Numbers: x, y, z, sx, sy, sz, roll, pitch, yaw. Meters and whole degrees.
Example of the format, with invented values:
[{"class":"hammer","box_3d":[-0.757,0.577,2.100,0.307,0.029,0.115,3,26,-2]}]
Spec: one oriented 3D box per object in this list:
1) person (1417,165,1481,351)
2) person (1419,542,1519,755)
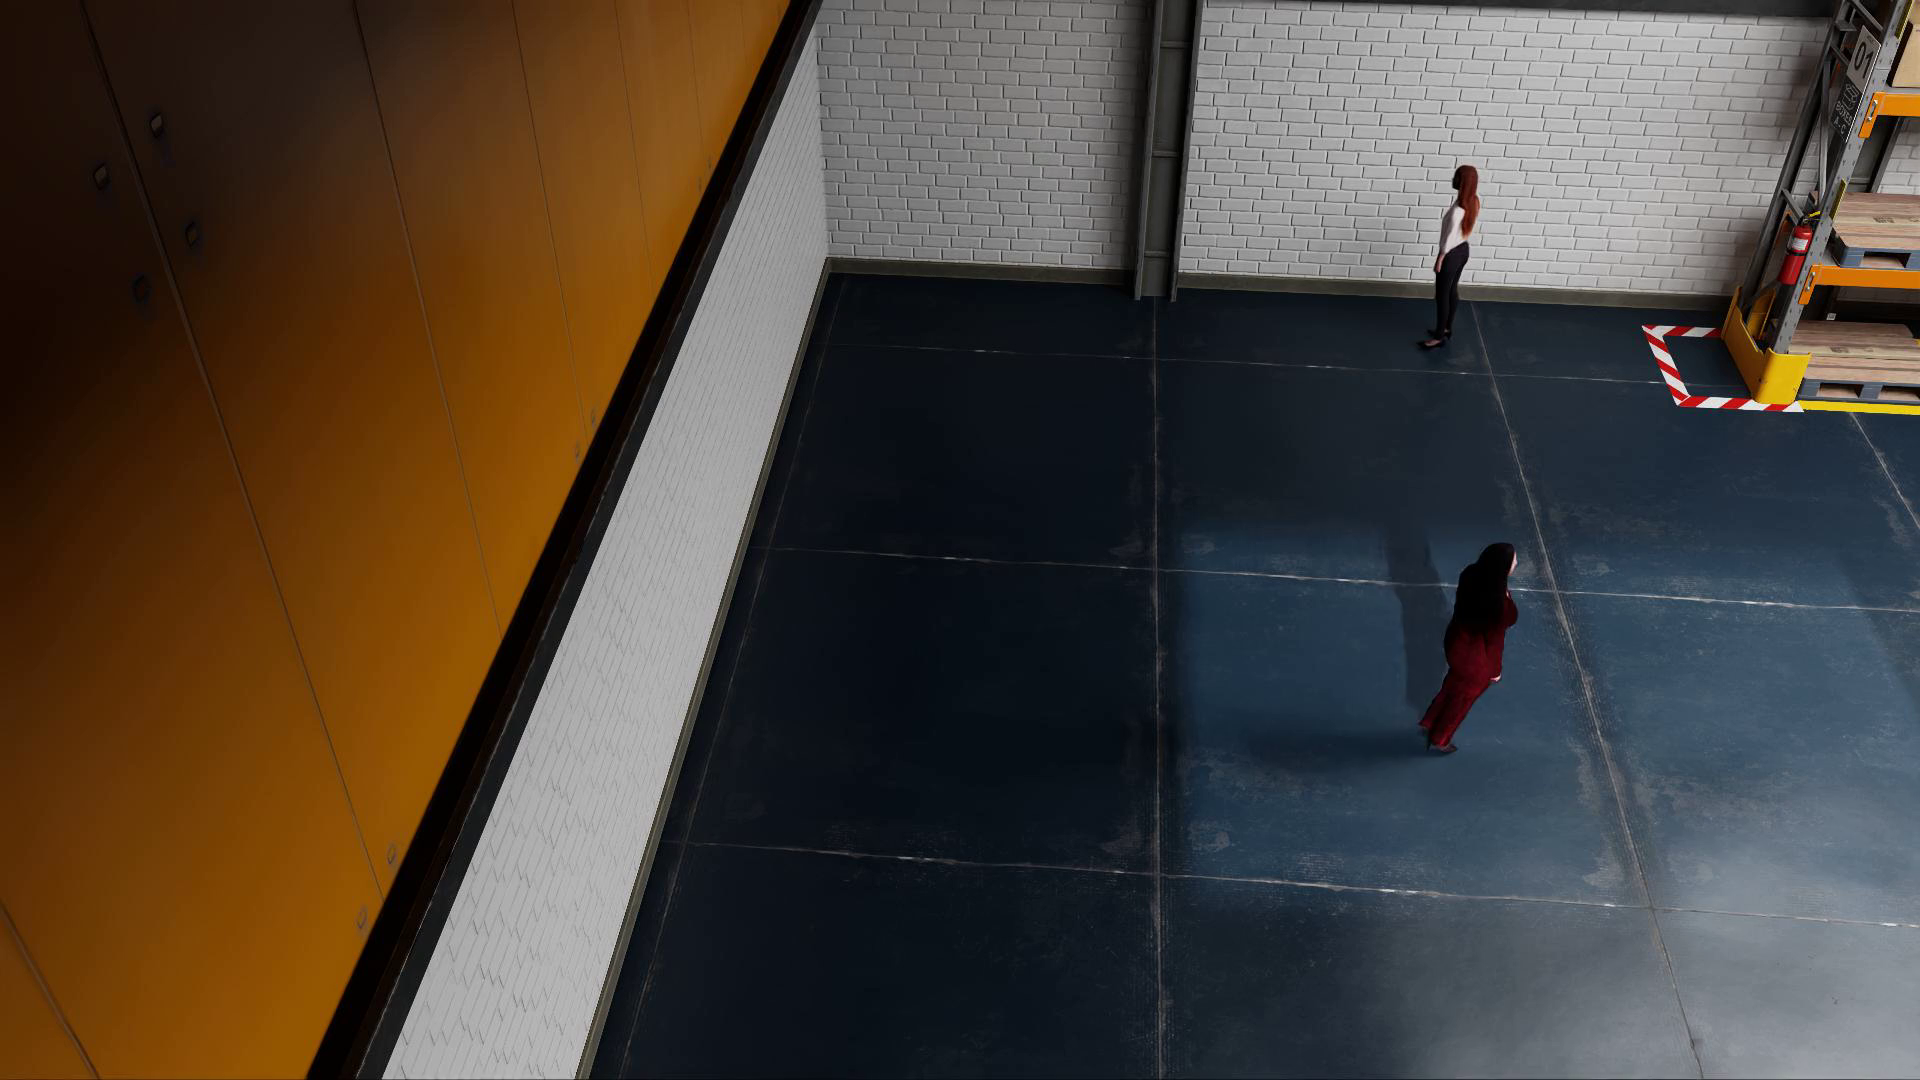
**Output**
[{"class":"person","box_3d":[4.357,-2.485,14.695,0.688,1.758,0.672,26,45,29]},{"class":"person","box_3d":[3.202,0.718,10.690,0.703,1.750,0.679,0,39,0]}]
